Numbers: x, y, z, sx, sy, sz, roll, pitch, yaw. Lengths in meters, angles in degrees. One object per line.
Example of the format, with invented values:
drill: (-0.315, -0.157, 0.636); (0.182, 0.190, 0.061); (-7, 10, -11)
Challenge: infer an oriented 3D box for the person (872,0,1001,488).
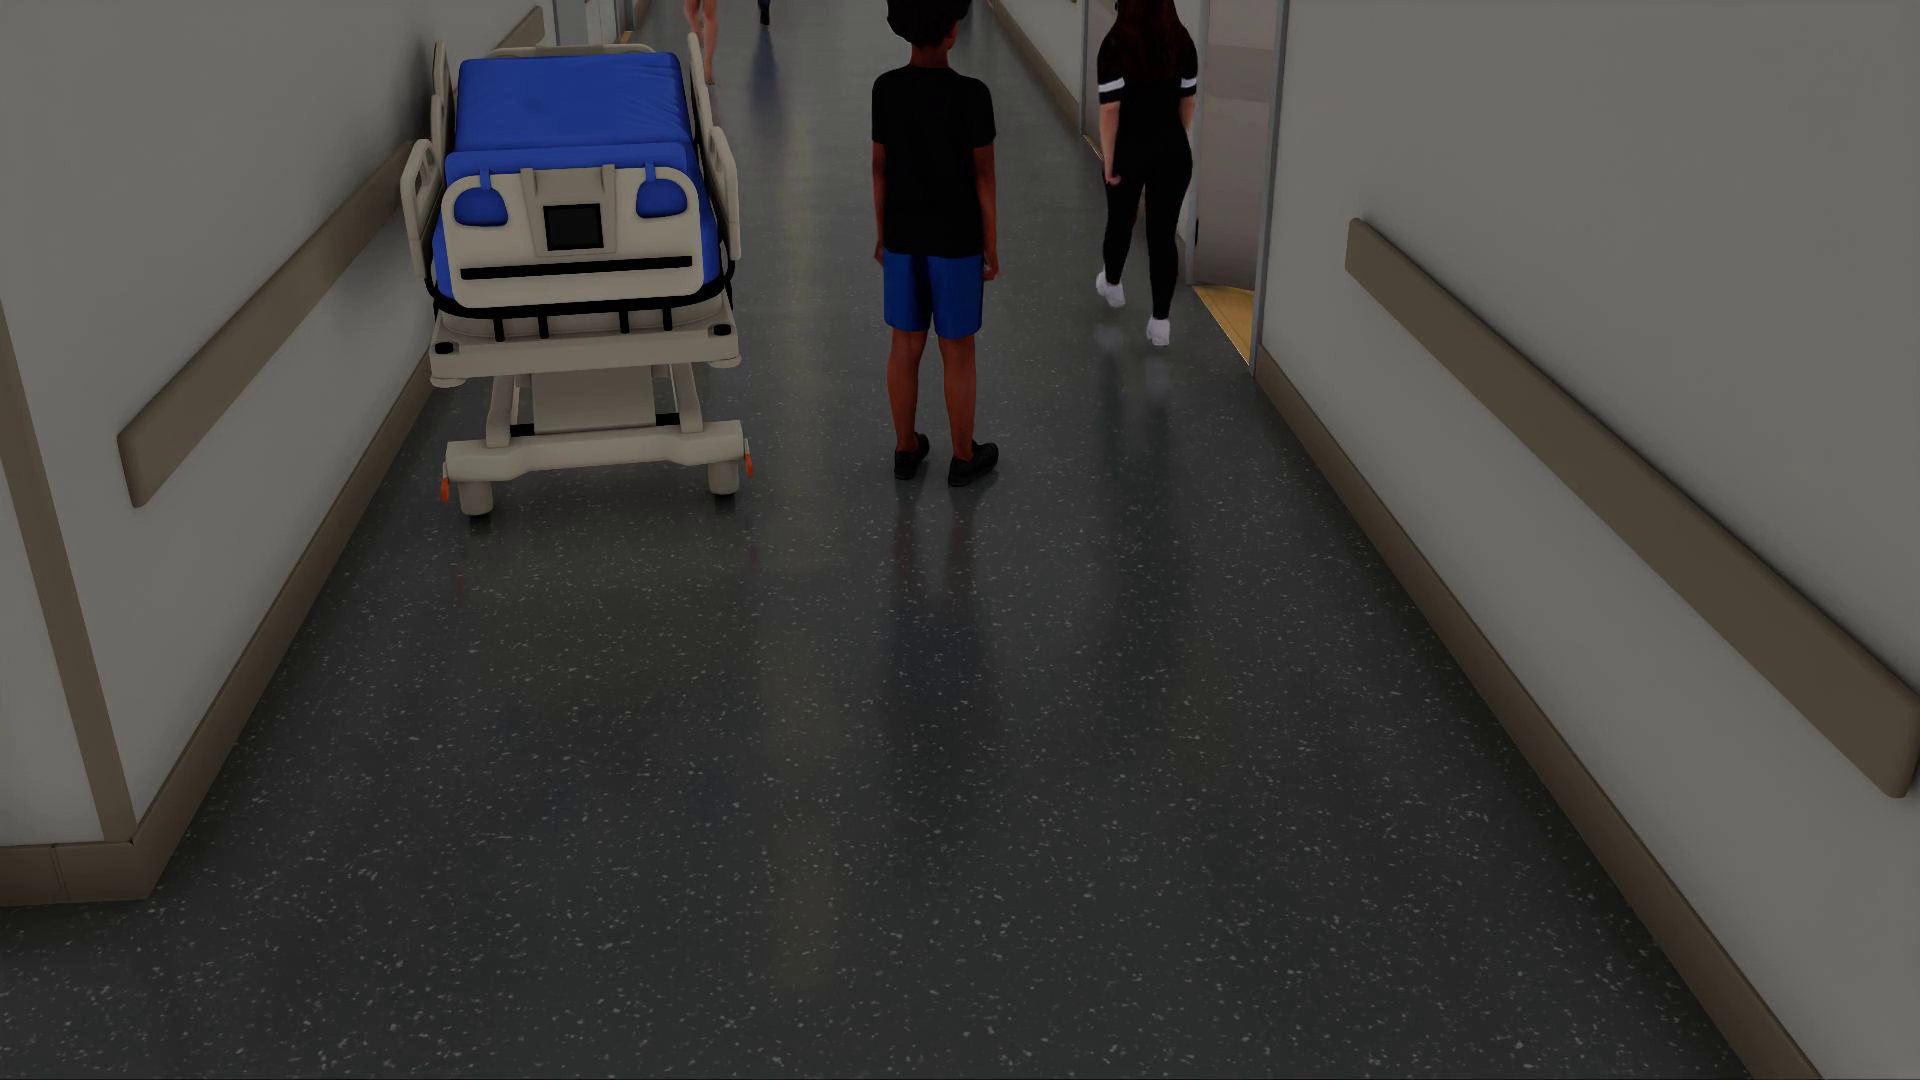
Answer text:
person: (-0.095, -1.063, 5.796); (0.644, 1.798, 0.759); (9, 27, 18)

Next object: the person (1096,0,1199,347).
person: (0.837, -1.621, 7.195); (1.051, 1.587, 0.688); (-3, 26, -6)
